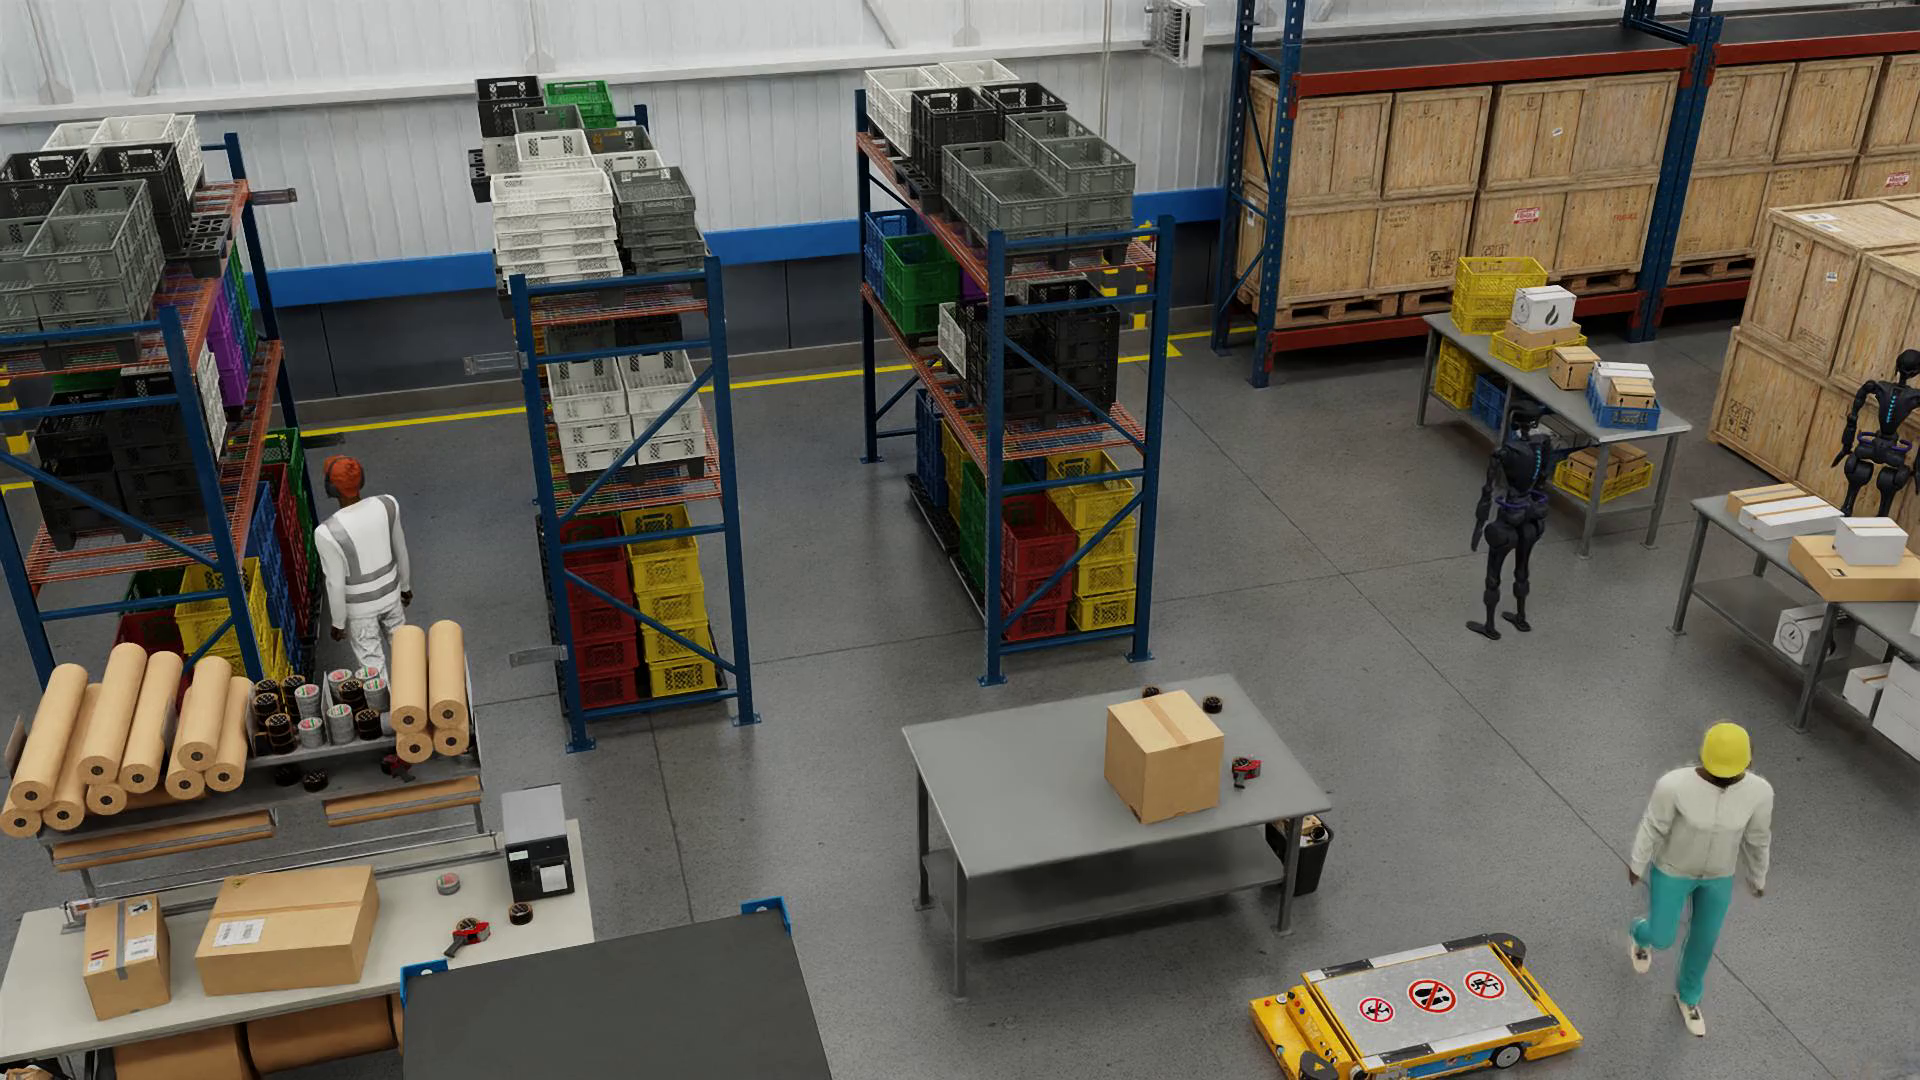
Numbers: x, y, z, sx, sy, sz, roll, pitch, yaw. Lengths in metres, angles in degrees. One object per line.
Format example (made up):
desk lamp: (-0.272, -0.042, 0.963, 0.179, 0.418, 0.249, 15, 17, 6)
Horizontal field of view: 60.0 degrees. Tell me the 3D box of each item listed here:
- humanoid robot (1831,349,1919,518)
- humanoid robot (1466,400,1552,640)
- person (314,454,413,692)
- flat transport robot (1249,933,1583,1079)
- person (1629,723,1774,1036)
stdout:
humanoid robot: (6.482, -0.567, 11.717, 0.598, 1.657, 0.321, 21, 35, 34)
humanoid robot: (3.645, -0.145, 10.962, 0.575, 1.652, 0.348, -13, 31, -23)
person: (-3.480, 0.362, 9.824, 0.337, 1.882, 0.583, 17, 33, 27)
flat transport robot: (2.184, 2.282, 7.980, 1.431, 0.197, 0.652, -8, 30, -14)
person: (3.477, 1.535, 7.842, 0.616, 1.743, 0.495, 1, 29, 2)
